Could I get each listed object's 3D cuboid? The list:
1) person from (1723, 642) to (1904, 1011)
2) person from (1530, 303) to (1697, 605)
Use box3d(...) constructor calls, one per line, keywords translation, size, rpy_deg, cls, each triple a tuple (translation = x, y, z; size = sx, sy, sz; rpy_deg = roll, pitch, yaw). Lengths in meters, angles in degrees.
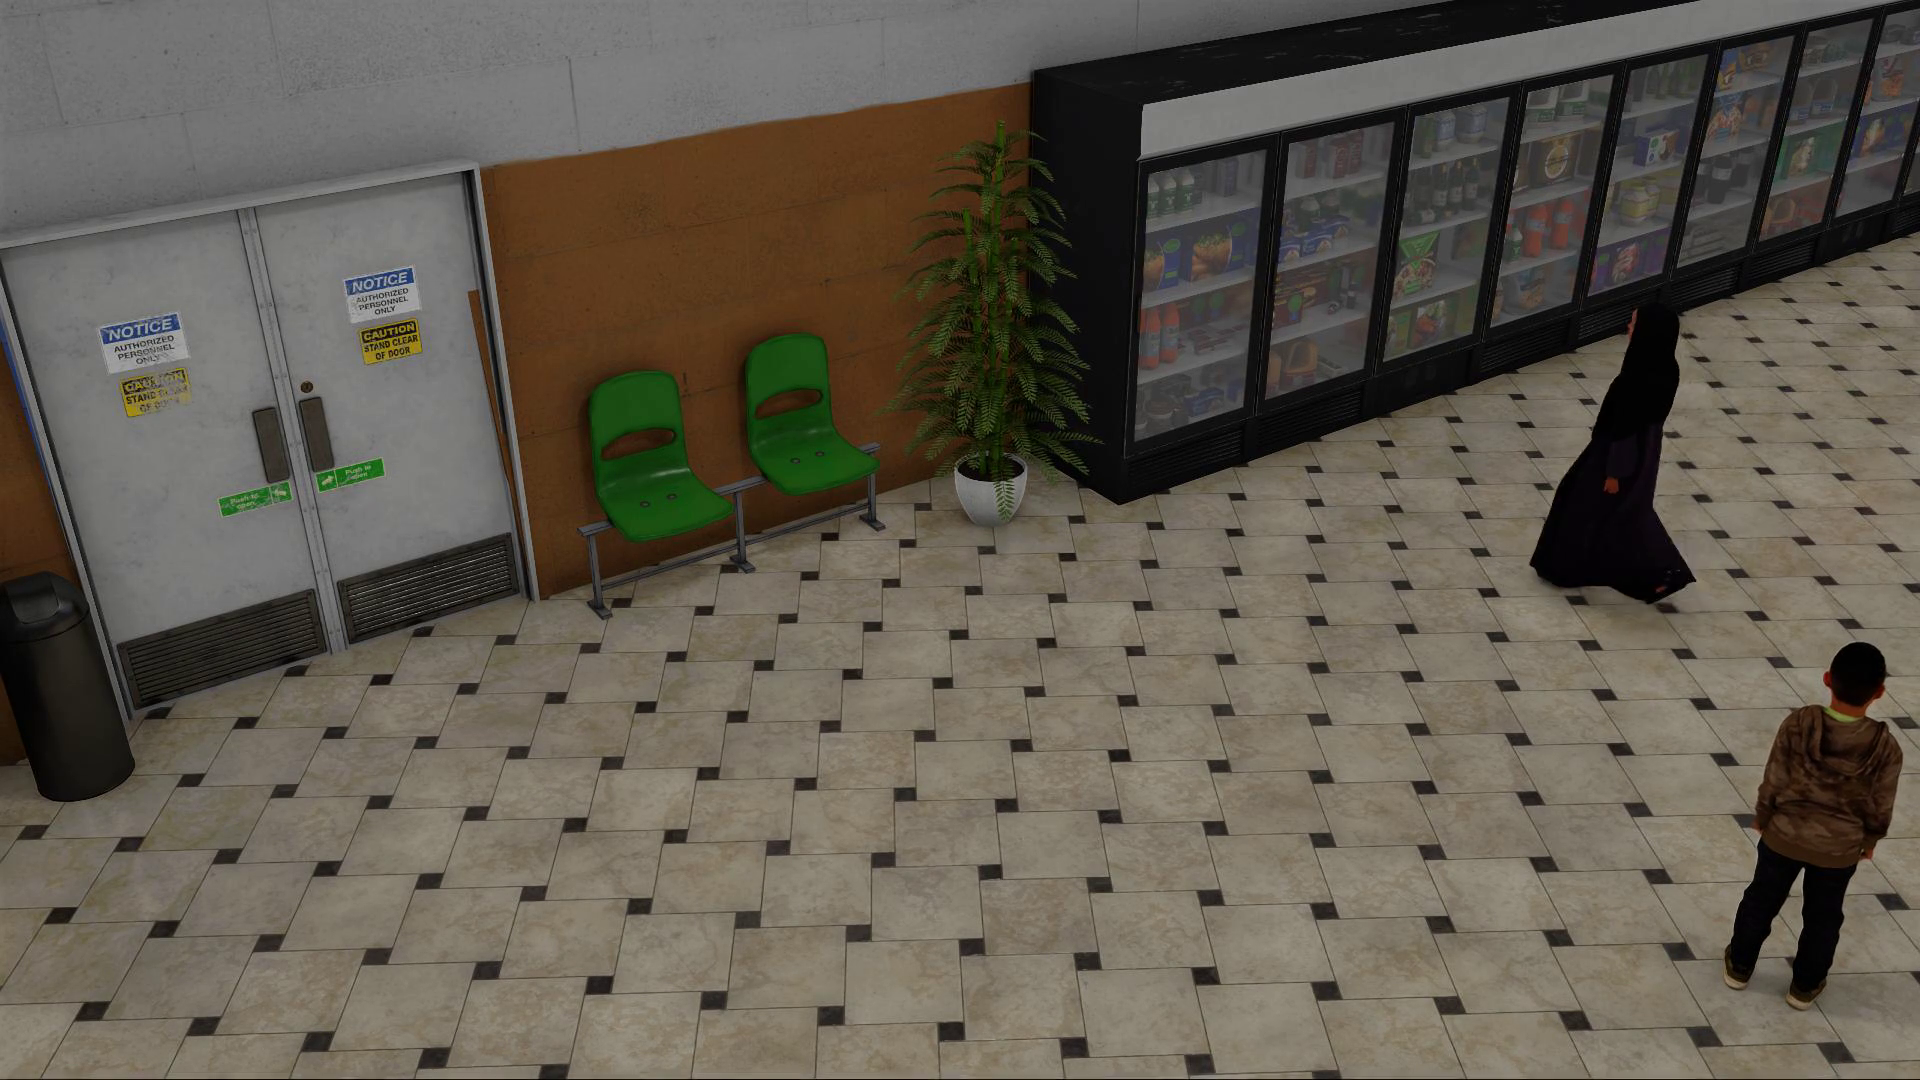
box3d(translation=(2.993, 1.007, 5.822), size=(0.631, 1.454, 0.724), rpy_deg=(16, 32, 26), cls="person")
box3d(translation=(3.368, -0.401, 8.255), size=(0.652, 1.594, 1.055), rpy_deg=(-23, 36, -36), cls="person")
